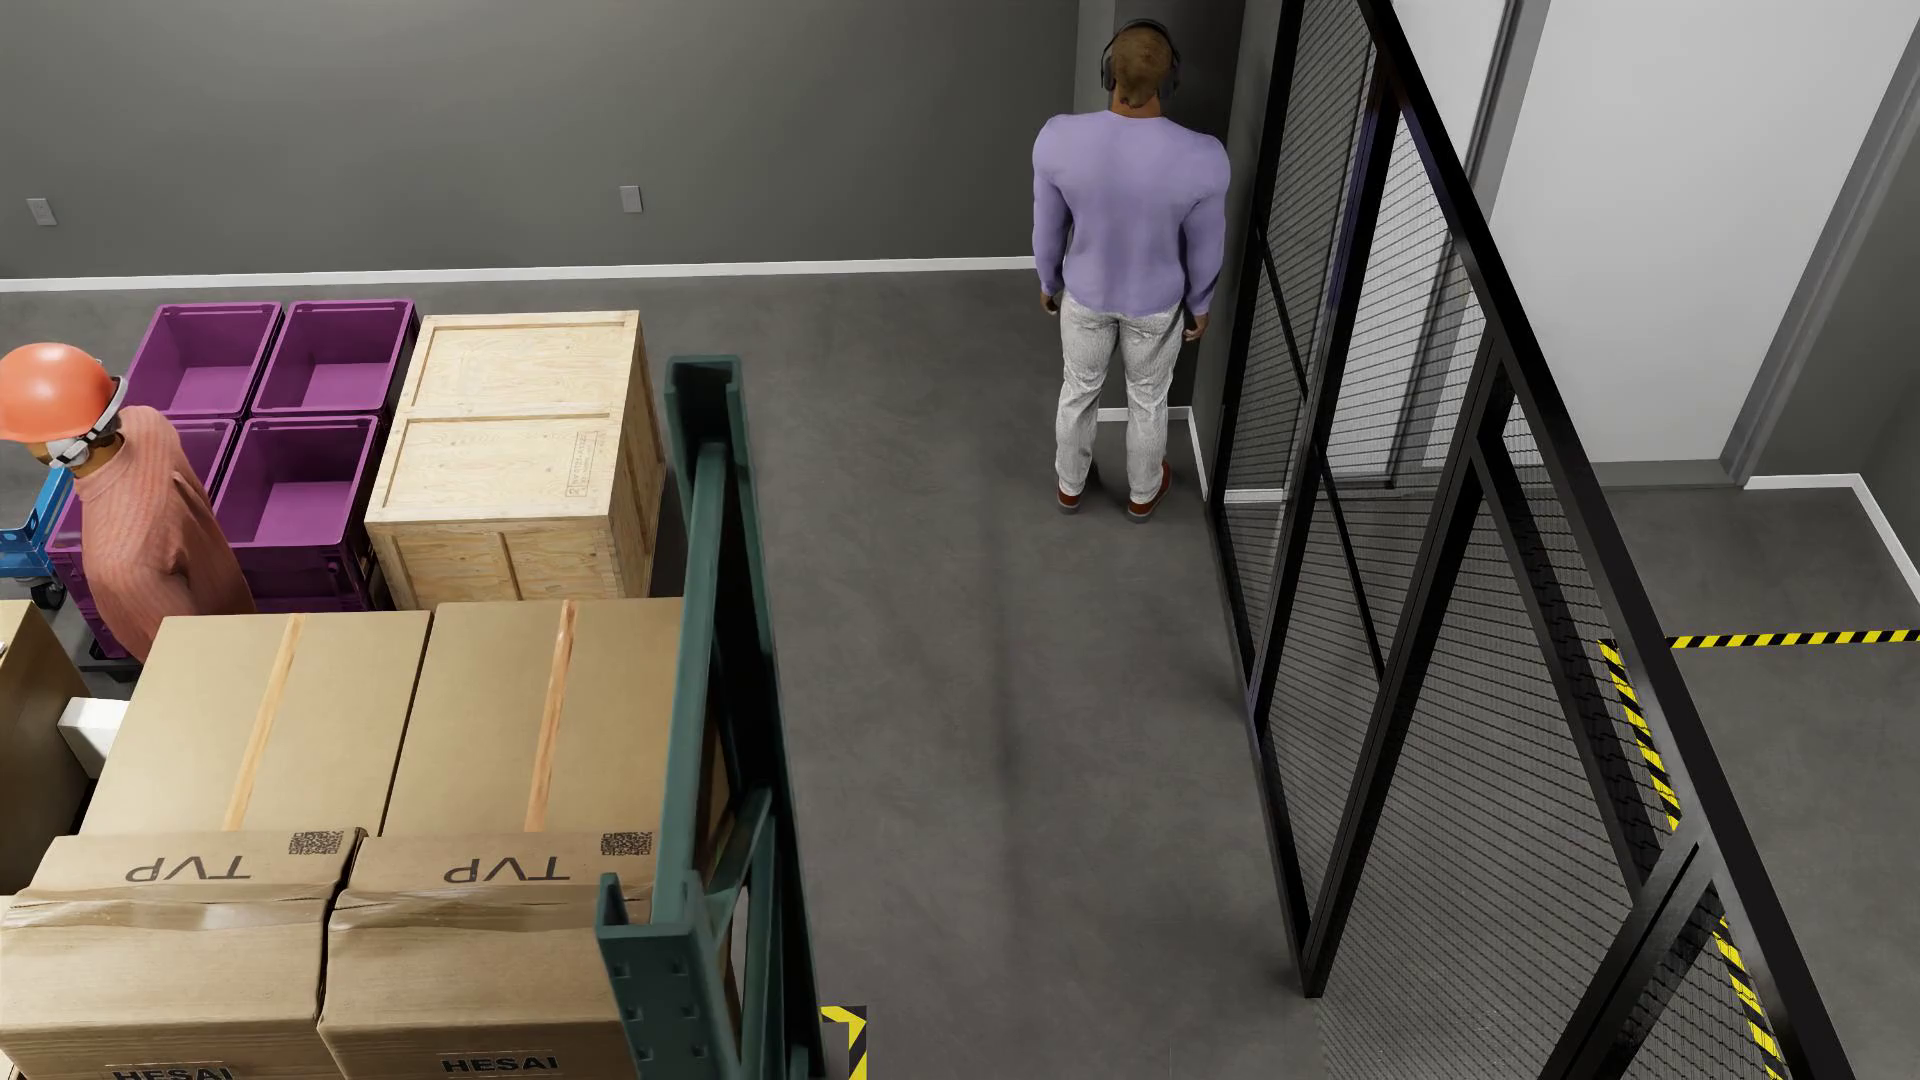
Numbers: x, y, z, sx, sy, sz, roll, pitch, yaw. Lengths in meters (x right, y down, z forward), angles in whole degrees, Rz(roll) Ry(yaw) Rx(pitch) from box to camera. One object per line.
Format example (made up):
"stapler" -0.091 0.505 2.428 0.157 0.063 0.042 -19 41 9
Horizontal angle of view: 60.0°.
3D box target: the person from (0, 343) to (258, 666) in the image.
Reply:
"person" -2.067 0.265 4.465 0.396 1.992 0.623 -12 48 -11

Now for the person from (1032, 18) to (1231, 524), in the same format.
"person" 0.544 -0.830 5.553 0.631 1.935 0.372 10 47 9
